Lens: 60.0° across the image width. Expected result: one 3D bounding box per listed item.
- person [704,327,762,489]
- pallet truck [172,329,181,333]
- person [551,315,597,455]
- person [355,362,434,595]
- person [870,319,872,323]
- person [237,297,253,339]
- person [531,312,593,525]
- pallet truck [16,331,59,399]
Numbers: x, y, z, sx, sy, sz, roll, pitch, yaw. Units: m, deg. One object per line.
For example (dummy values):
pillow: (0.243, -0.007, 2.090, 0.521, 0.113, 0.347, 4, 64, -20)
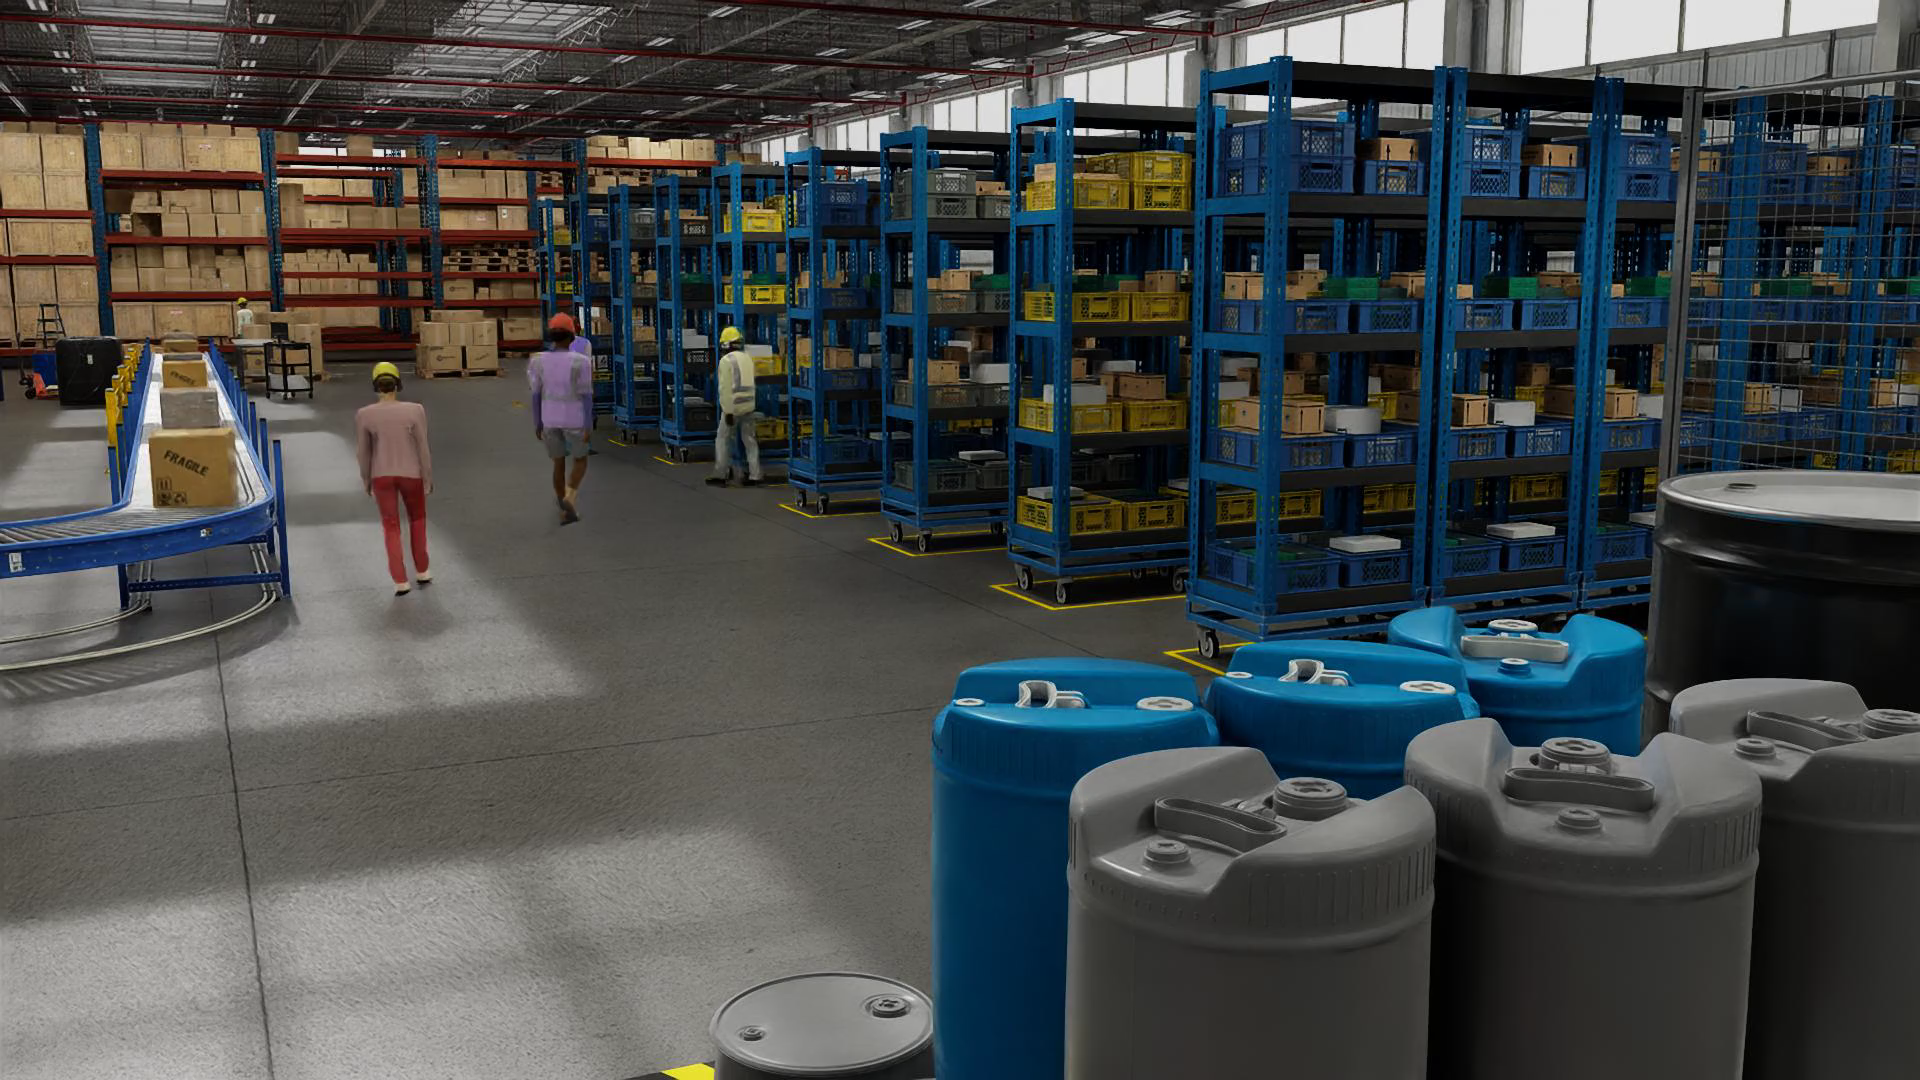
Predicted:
person: (-2.539, -1.471, 18.572, 0.807, 1.791, 0.605, 5, 11, 29)
pallet truck: (-17.275, -3.851, 35.096, 1.601, 1.201, 0.680, 0, 9, 1)
person: (-5.063, -2.020, 21.806, 0.565, 1.850, 0.390, 2, 9, 11)
person: (-4.253, -0.476, 12.571, 0.541, 1.724, 0.779, -2, 9, -13)
person: (-2.668, -6.571, 49.745, 0.631, 1.936, 1.020, 7, 12, 37)
person: (-18.297, -5.317, 42.550, 0.338, 1.758, 0.528, 3, 10, 18)
person: (-3.765, -1.132, 15.754, 0.612, 2.028, 0.500, 1, 9, 5)
pallet truck: (-17.082, -3.353, 31.781, 1.630, 1.274, 0.653, -4, 10, -25)
